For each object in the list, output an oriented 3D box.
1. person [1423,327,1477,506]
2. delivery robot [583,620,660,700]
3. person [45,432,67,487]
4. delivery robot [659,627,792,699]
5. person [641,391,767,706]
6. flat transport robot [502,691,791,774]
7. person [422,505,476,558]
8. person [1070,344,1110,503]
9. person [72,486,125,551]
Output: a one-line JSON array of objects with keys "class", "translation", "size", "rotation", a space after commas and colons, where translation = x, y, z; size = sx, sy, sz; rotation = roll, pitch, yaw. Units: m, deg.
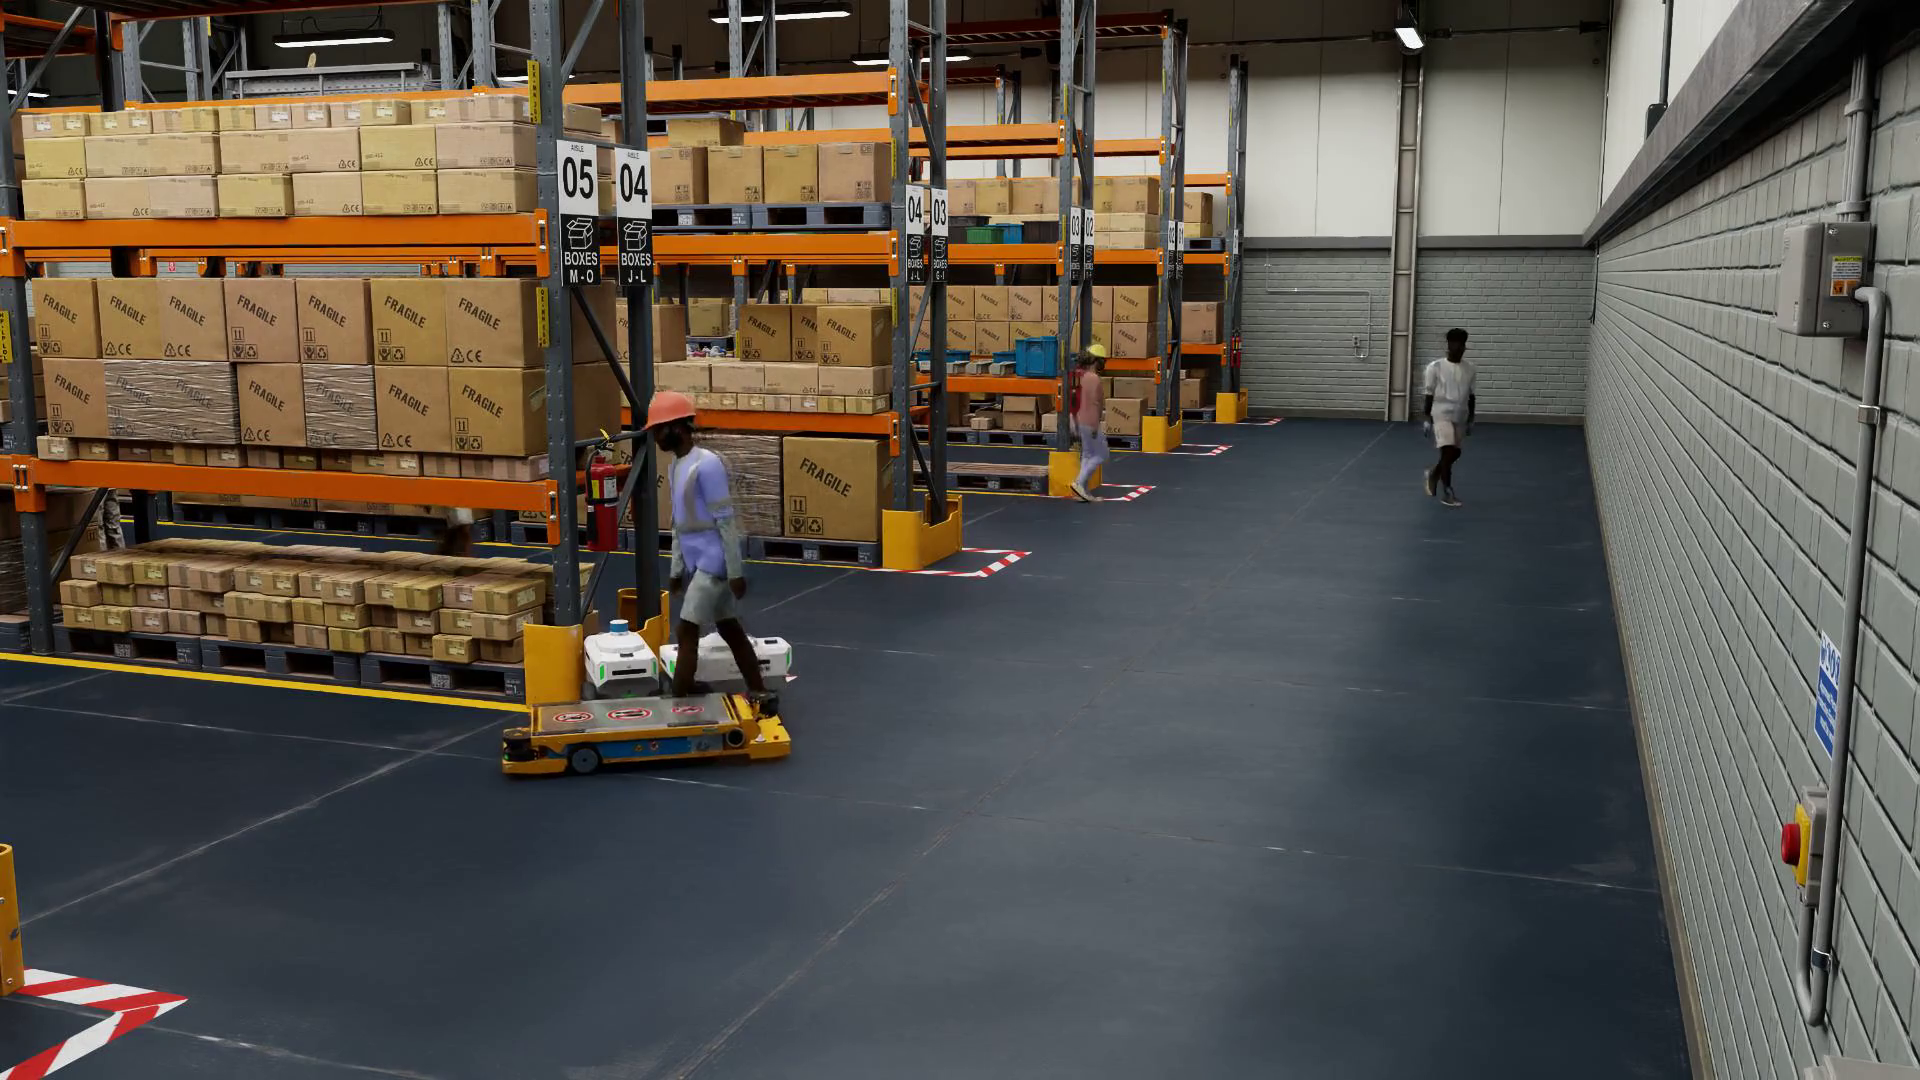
[{"class": "person", "translation": [5.322, -1.362, 18.187], "size": [0.602, 1.934, 0.846], "rotation": [-2, 9, -14]}, {"class": "delivery robot", "translation": [-1.907, 0.692, 9.335], "size": [0.477, 0.478, 0.707], "rotation": [-3, 10, -19]}, {"class": "person", "translation": [-8.358, -0.877, 15.662], "size": [0.322, 1.765, 0.523], "rotation": [4, 10, 22]}, {"class": "delivery robot", "translation": [-1.312, 0.691, 9.337], "size": [0.707, 0.478, 0.477], "rotation": [-3, 10, -20]}, {"class": "person", "translation": [-1.444, 0.137, 8.995], "size": [0.904, 1.869, 0.547], "rotation": [-3, 10, -20]}, {"class": "flat transport robot", "translation": [-1.635, 0.989, 8.652], "size": [1.431, 0.197, 0.652], "rotation": [-2, 9, -14]}, {"class": "person", "translation": [-3.738, -0.425, 12.465], "size": [0.996, 1.884, 0.547], "rotation": [5, 10, 29]}, {"class": "person", "translation": [1.447, -1.258, 18.124], "size": [0.382, 1.740, 0.528], "rotation": [-2, 9, -10]}, {"class": "person", "translation": [-6.759, -0.386, 13.010], "size": [0.315, 1.629, 0.509], "rotation": [1, 9, 5]}]
